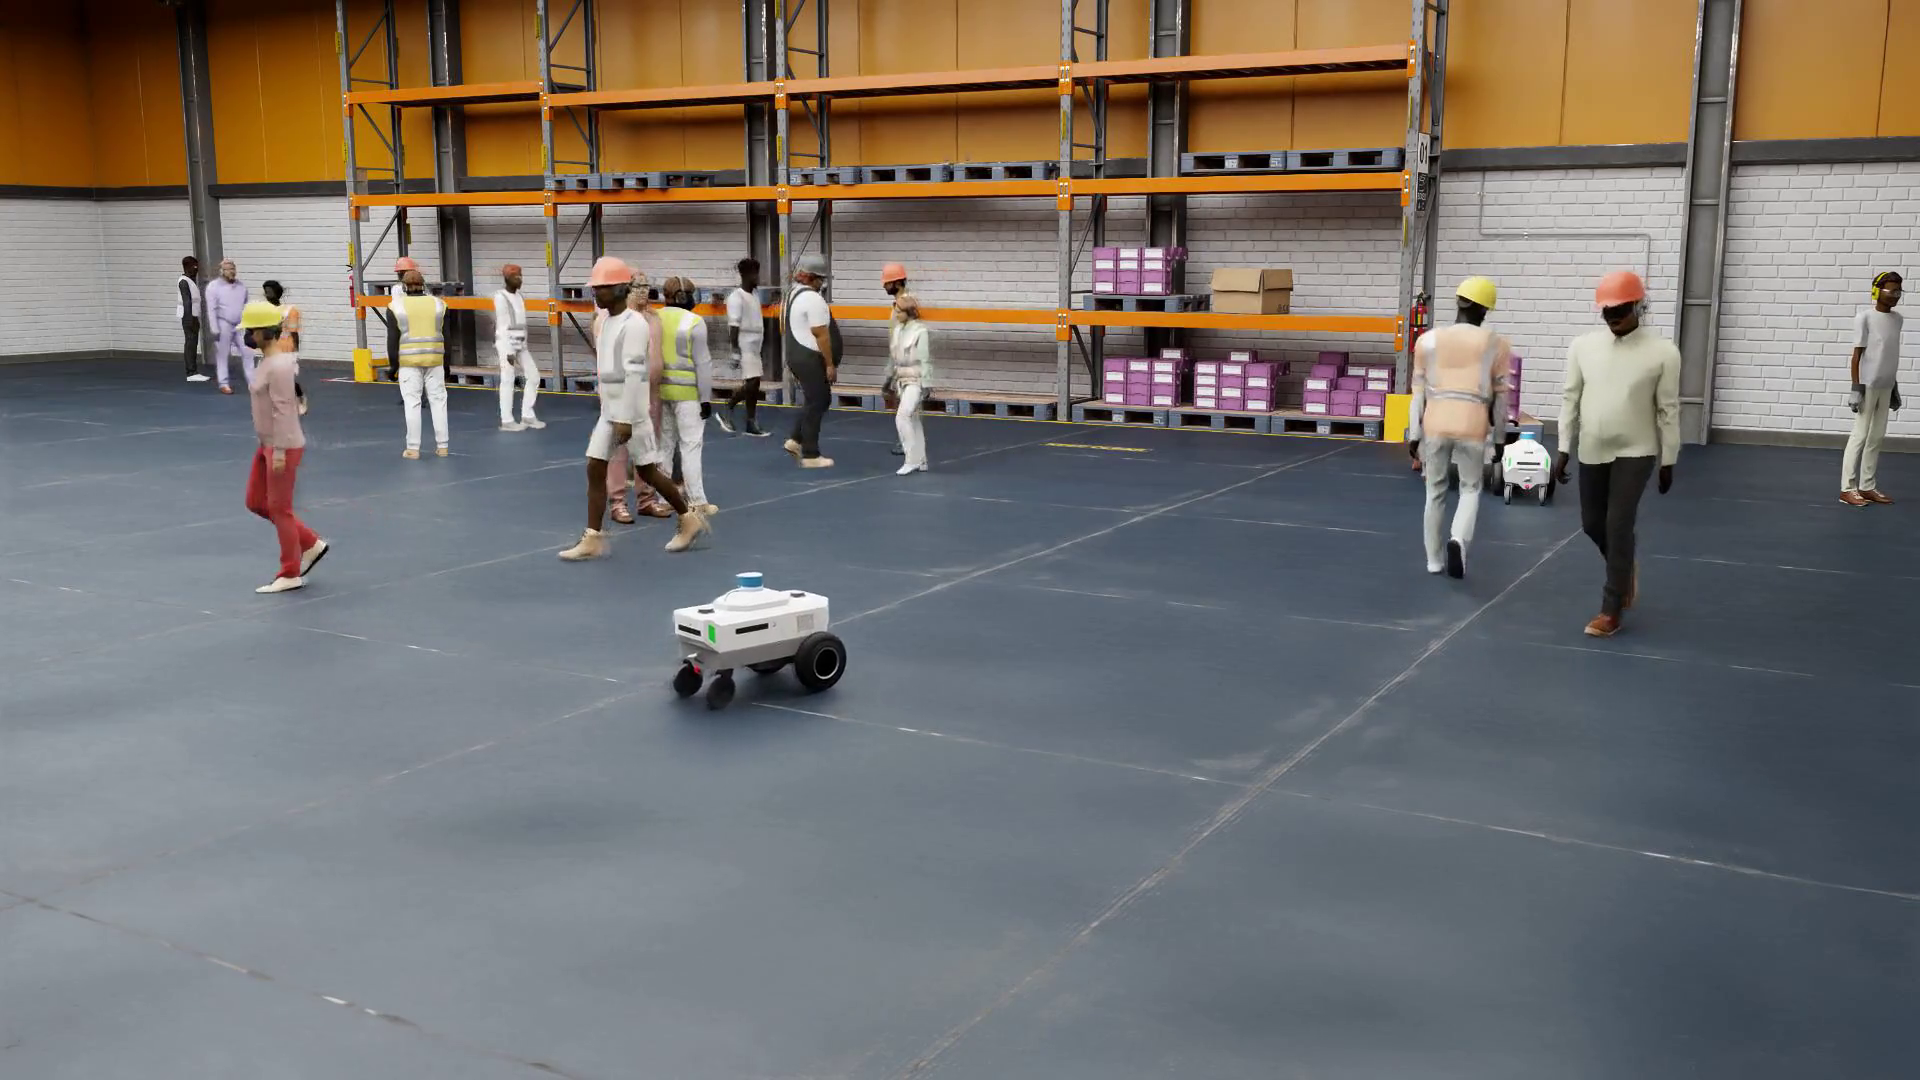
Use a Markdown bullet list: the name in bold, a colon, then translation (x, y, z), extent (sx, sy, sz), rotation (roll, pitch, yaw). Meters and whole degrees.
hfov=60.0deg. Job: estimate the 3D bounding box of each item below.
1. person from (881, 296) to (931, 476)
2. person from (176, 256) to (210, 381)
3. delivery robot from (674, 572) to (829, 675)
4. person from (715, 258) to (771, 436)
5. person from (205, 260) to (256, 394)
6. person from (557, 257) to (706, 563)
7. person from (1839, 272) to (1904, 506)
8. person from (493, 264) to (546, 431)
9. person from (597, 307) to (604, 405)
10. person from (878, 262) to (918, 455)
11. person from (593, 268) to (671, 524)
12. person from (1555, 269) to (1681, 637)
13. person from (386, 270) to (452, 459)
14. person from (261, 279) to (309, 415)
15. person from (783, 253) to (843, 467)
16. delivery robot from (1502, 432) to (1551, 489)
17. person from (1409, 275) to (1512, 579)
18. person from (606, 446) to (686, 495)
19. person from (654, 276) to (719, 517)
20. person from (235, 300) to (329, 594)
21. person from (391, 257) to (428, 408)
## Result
- **person**: translation (-0.500, -1.393, 15.079), extent (0.543, 1.617, 0.512), rotation (-5, 11, -28)
- **person**: translation (-11.866, -3.411, 25.662), extent (0.387, 1.917, 0.588), rotation (-3, 10, -17)
- **delivery robot**: translation (-0.961, 0.394, 7.705), extent (0.707, 0.478, 0.477), rotation (-9, 14, -42)
- **person**: translation (-2.339, -2.086, 18.079), extent (0.470, 1.951, 0.605), rotation (3, 10, 16)
- **person**: translation (-10.089, -2.950, 23.178), extent (0.897, 1.870, 0.670), rotation (8, 13, 37)
- **person**: translation (-2.170, -0.865, 11.019), extent (1.005, 2.010, 0.619), rotation (-8, 13, -37)
- **person**: translation (7.347, -1.207, 13.326), extent (0.538, 1.866, 0.313), rotation (-4, 11, -24)
- **person**: translation (-4.904, -2.130, 18.555), extent (0.624, 1.860, 0.622), rotation (2, 10, 13)
- **person**: translation (-4.287, -2.501, 20.739), extent (0.457, 1.828, 0.595), rotation (7, 12, 36)
- **person**: translation (-0.589, -1.775, 16.429), extent (0.476, 1.906, 0.543), rotation (0, 10, -3)
- **person**: translation (-2.427, -1.086, 12.528), extent (0.399, 1.908, 0.643), rotation (8, 13, 39)
- **person**: translation (3.611, -0.495, 9.063), extent (0.608, 1.957, 0.876), rotation (9, 14, 42)
- **person**: translation (-5.289, -1.714, 16.285), extent (0.619, 1.838, 0.430), rotation (-6, 12, -32)
- **person**: translation (-7.941, -2.206, 19.487), extent (0.536, 1.685, 0.524), rotation (1, 10, 6)
- **person**: translation (-1.360, -1.691, 15.569), extent (0.540, 2.000, 0.684), rotation (-4, 11, -19)
- **delivery robot**: translation (4.608, -0.636, 13.538), extent (0.477, 0.478, 0.707), rotation (3, 10, 15)
- **person**: translation (3.072, -0.681, 10.276), extent (0.603, 1.894, 0.672), rotation (4, 11, 23)
- **person**: translation (-2.669, -1.255, 13.824), extent (0.845, 1.786, 0.512), rotation (3, 10, 15)
- **person**: translation (-2.152, -1.095, 12.771), extent (0.624, 1.840, 0.430), rotation (6, 11, 29)
- **person**: translation (-4.080, -0.553, 9.951), extent (0.404, 1.757, 0.526), rotation (-7, 12, -35)
- **person**: translation (-7.079, -2.653, 21.331), extent (0.472, 1.922, 0.560), rotation (6, 12, 32)
